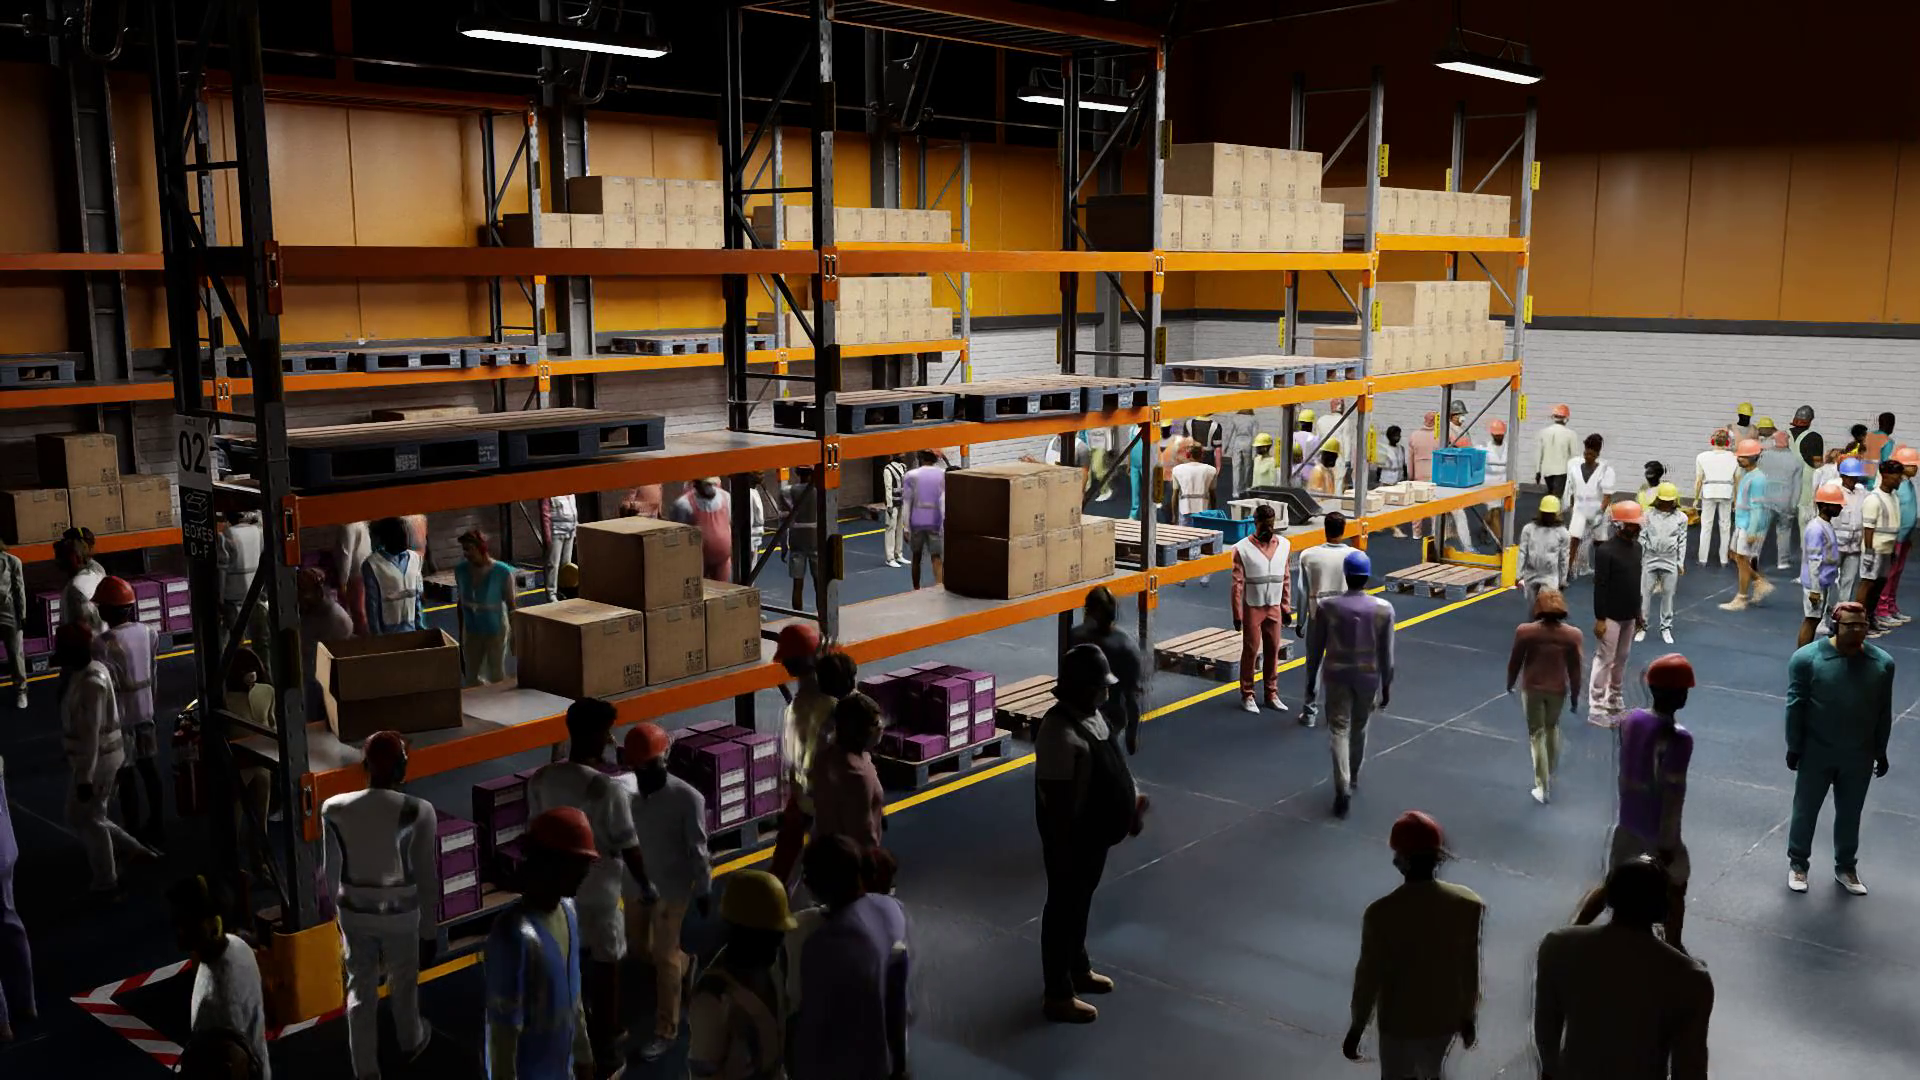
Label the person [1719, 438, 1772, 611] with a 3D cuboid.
[{"bbox_3d":[9.186,-0.171,19.342,0.529,2.027,0.653,3,10,18],"label":"person"}]

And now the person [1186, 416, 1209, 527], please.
[{"bbox_3d":[3.649,-1.039,25.354,0.552,1.754,0.377,-7,12,-35],"label":"person"}]

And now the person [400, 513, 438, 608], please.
[{"bbox_3d":[-5.636,0.236,17.158,0.467,1.939,0.686,0,10,3],"label":"person"}]

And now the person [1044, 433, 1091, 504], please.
[{"bbox_3d":[1.378,-0.690,22.404,0.673,2.000,0.535,6,11,31],"label":"person"}]

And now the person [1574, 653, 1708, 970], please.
[{"bbox_3d":[3.803,1.572,9.347,0.930,1.906,0.554,-3,10,-16],"label":"person"}]

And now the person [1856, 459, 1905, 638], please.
[{"bbox_3d":[9.978,0.084,18.045,0.615,1.954,0.400,-8,12,-40],"label":"person"}]

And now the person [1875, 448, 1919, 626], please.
[{"bbox_3d":[10.531,-0.040,18.662,0.613,1.994,0.381,-9,13,-42],"label":"person"}]

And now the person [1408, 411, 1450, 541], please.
[{"bbox_3d":[6.848,-0.929,24.237,0.639,1.908,0.409,7,12,35],"label":"person"}]

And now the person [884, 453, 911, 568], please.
[{"bbox_3d":[-0.850,-0.462,22.226,0.308,1.645,0.515,4,10,25],"label":"person"}]

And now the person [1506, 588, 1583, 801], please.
[{"bbox_3d":[4.460,1.143,12.781,0.498,1.585,0.841,1,10,3],"label":"person"}]

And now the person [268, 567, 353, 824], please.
[{"bbox_3d":[-4.651,1.099,12.274,0.631,1.869,0.939,6,11,34],"label":"person"}]

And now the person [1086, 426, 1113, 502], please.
[{"bbox_3d":[2.328,-1.587,28.215,0.432,1.876,0.665,-5,11,-30],"label":"person"}]

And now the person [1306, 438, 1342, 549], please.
[{"bbox_3d":[4.451,-0.301,20.461,0.423,1.913,0.669,4,10,23],"label":"person"}]

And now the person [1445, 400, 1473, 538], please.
[{"bbox_3d":[7.338,-1.055,24.582,0.538,2.000,0.683,9,13,43],"label":"person"}]

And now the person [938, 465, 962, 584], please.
[{"bbox_3d":[-0.084,-0.035,19.519,0.317,1.696,0.538,3,10,17],"label":"person"}]

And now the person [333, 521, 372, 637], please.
[{"bbox_3d":[-6.000,0.348,16.392,0.496,1.971,0.661,-3,10,-15],"label":"person"}]

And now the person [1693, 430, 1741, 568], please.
[{"bbox_3d":[10.050,-0.542,22.093,0.563,1.847,0.389,3,10,17],"label":"person"}]

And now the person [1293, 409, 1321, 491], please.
[{"bbox_3d":[5.011,-0.938,24.217,0.373,1.928,0.584,-9,13,-42],"label":"person"}]

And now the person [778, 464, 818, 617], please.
[{"bbox_3d":[-1.646,0.059,17.928,0.609,2.043,0.397,1,10,3],"label":"person"}]

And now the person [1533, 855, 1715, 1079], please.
[{"bbox_3d":[2.473,2.087,6.257,0.643,1.891,0.957,6,11,31],"label":"person"}]

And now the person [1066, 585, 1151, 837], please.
[{"bbox_3d":[1.009,1.230,11.339,0.844,1.920,0.632,-7,12,-37],"label":"person"}]

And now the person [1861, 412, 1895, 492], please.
[{"bbox_3d":[13.335,-0.903,24.087,0.502,1.901,0.610,0,10,1],"label":"person"}]

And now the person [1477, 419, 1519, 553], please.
[{"bbox_3d":[7.553,-0.791,23.485,0.599,1.902,0.923,-1,10,-4],"label":"person"}]

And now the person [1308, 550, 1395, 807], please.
[{"bbox_3d":[2.950,1.031,12.536,0.622,1.915,0.954,1,10,7],"label":"person"}]

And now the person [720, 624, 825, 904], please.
[{"bbox_3d":[-0.946,1.440,10.001,1.024,1.922,0.678,3,10,18],"label":"person"}]

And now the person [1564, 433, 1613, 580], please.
[{"bbox_3d":[8.016,-0.423,21.311,0.864,1.890,0.589,-9,13,-44],"label":"person"}]

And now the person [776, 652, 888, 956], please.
[{"bbox_3d":[-0.769,1.555,9.770,0.938,1.799,0.639,-6,11,-32],"label":"person"}]

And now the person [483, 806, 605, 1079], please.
[{"bbox_3d":[-1.645,2.026,6.351,0.496,1.999,0.673,2,10,13],"label":"person"}]

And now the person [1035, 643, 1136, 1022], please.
[{"bbox_3d":[0.686,1.550,9.031,0.536,2.000,0.688,3,10,19],"label":"person"}]

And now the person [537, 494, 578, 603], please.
[{"bbox_3d":[-4.659,-0.083,19.400,0.403,1.831,0.595,4,10,22],"label":"person"}]

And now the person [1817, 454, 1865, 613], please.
[{"bbox_3d":[10.086,-0.046,19.035,0.355,1.882,0.575,-5,11,-26],"label":"person"}]

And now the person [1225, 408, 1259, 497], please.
[{"bbox_3d":[4.891,-1.599,28.894,0.586,1.679,0.920,3,10,17],"label":"person"}]

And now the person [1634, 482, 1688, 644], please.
[{"bbox_3d":[7.480,0.243,17.745,0.484,1.736,0.306,3,10,18],"label":"person"}]

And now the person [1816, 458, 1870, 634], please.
[{"bbox_3d":[9.635,0.069,18.148,0.617,1.946,0.396,-1,10,-4],"label":"person"}]

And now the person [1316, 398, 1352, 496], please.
[{"bbox_3d":[5.998,-1.320,26.581,0.402,1.904,0.639,-8,12,-39],"label":"person"}]

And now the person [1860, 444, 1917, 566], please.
[{"bbox_3d":[12.148,-0.411,21.725,0.362,1.715,0.612,-4,10,-21],"label":"person"}]

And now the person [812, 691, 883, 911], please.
[{"bbox_3d":[-0.550,1.712,8.383,0.374,1.936,0.627,-4,10,-21],"label":"person"}]

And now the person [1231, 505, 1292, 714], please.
[{"bbox_3d":[2.713,0.617,15.017,0.593,1.907,0.415,-4,10,-22],"label":"person"}]

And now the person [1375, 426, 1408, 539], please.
[{"bbox_3d":[6.365,-0.873,24.648,0.531,1.665,0.796,-6,11,-33],"label":"person"}]

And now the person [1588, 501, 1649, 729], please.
[{"bbox_3d":[5.799,0.650,14.591,0.632,1.990,0.412,-7,12,-36],"label":"person"}]

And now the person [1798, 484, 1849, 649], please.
[{"bbox_3d":[8.356,0.412,16.131,0.363,1.935,0.553,7,12,34],"label":"person"}]

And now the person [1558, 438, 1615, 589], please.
[{"bbox_3d":[7.828,-0.332,20.727,0.599,1.889,1.054,8,12,40],"label":"person"}]
